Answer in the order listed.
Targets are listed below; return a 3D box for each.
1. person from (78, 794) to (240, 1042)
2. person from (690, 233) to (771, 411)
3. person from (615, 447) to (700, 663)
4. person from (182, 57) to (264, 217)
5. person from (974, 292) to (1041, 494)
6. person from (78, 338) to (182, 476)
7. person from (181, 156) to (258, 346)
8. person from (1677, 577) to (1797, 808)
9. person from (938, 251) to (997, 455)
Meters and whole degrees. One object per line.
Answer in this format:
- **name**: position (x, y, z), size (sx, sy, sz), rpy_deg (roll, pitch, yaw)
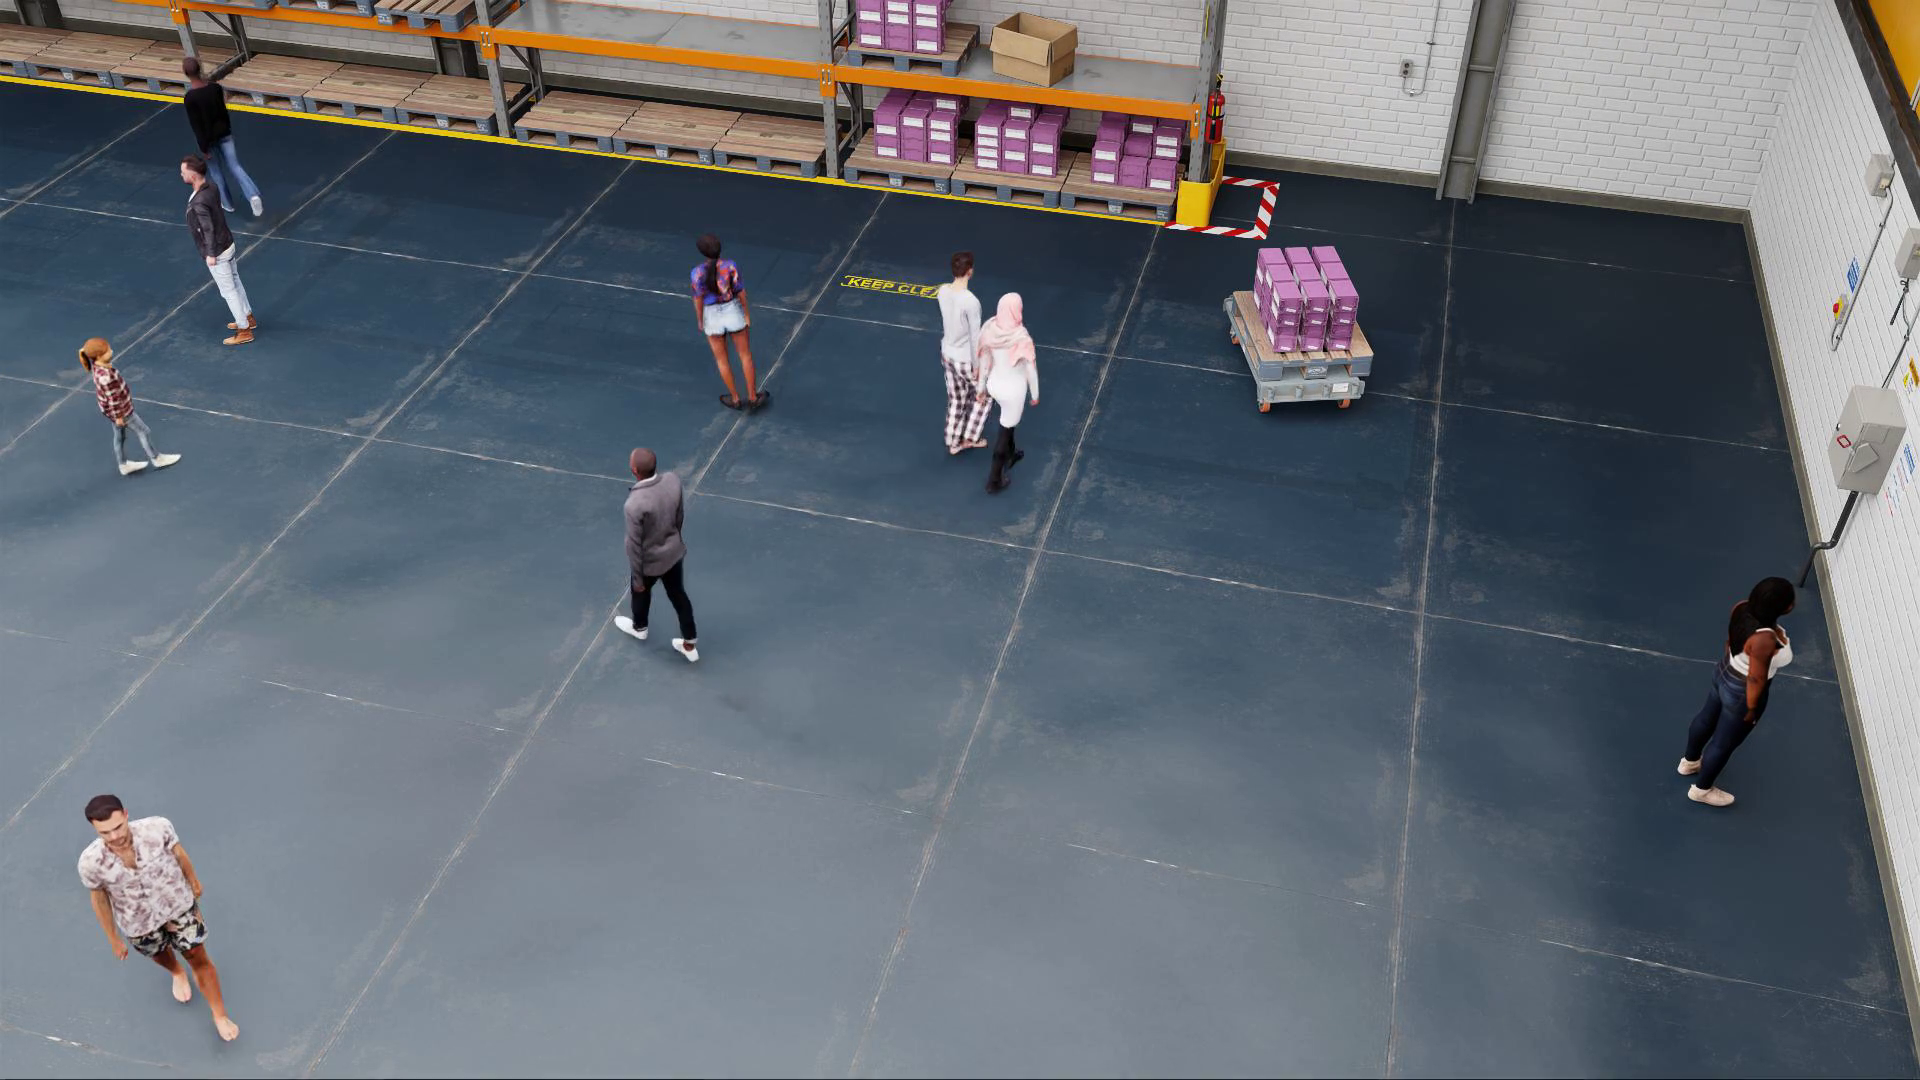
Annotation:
- **person**: position (-4.617, 2.020, 9.470), size (1.067, 1.786, 1.143), rpy_deg (-22, 44, -25)
- **person**: position (-2.016, -1.877, 14.402), size (0.724, 1.722, 0.884), rpy_deg (-2, 39, -2)
- **person**: position (-2.073, 0.162, 11.792), size (1.115, 1.792, 0.993), rpy_deg (29, 47, 31)
- **person**: position (-7.652, -4.137, 17.226), size (1.145, 1.729, 0.910), rpy_deg (28, 46, 30)
- **person**: position (0.322, -1.136, 13.427), size (0.885, 1.781, 0.875), rpy_deg (24, 45, 27)
- **person**: position (-7.034, -1.081, 13.750), size (0.812, 1.291, 0.759), rpy_deg (-23, 44, -26)
- **person**: position (-6.825, -2.684, 15.320), size (0.697, 1.837, 0.730), rpy_deg (-5, 39, -6)
- **person**: position (5.035, 0.956, 10.784), size (0.658, 1.810, 0.682), rpy_deg (3, 39, 3)
- **person**: position (-0.054, -1.495, 13.840), size (0.881, 1.826, 0.808), rpy_deg (-27, 46, -30)
